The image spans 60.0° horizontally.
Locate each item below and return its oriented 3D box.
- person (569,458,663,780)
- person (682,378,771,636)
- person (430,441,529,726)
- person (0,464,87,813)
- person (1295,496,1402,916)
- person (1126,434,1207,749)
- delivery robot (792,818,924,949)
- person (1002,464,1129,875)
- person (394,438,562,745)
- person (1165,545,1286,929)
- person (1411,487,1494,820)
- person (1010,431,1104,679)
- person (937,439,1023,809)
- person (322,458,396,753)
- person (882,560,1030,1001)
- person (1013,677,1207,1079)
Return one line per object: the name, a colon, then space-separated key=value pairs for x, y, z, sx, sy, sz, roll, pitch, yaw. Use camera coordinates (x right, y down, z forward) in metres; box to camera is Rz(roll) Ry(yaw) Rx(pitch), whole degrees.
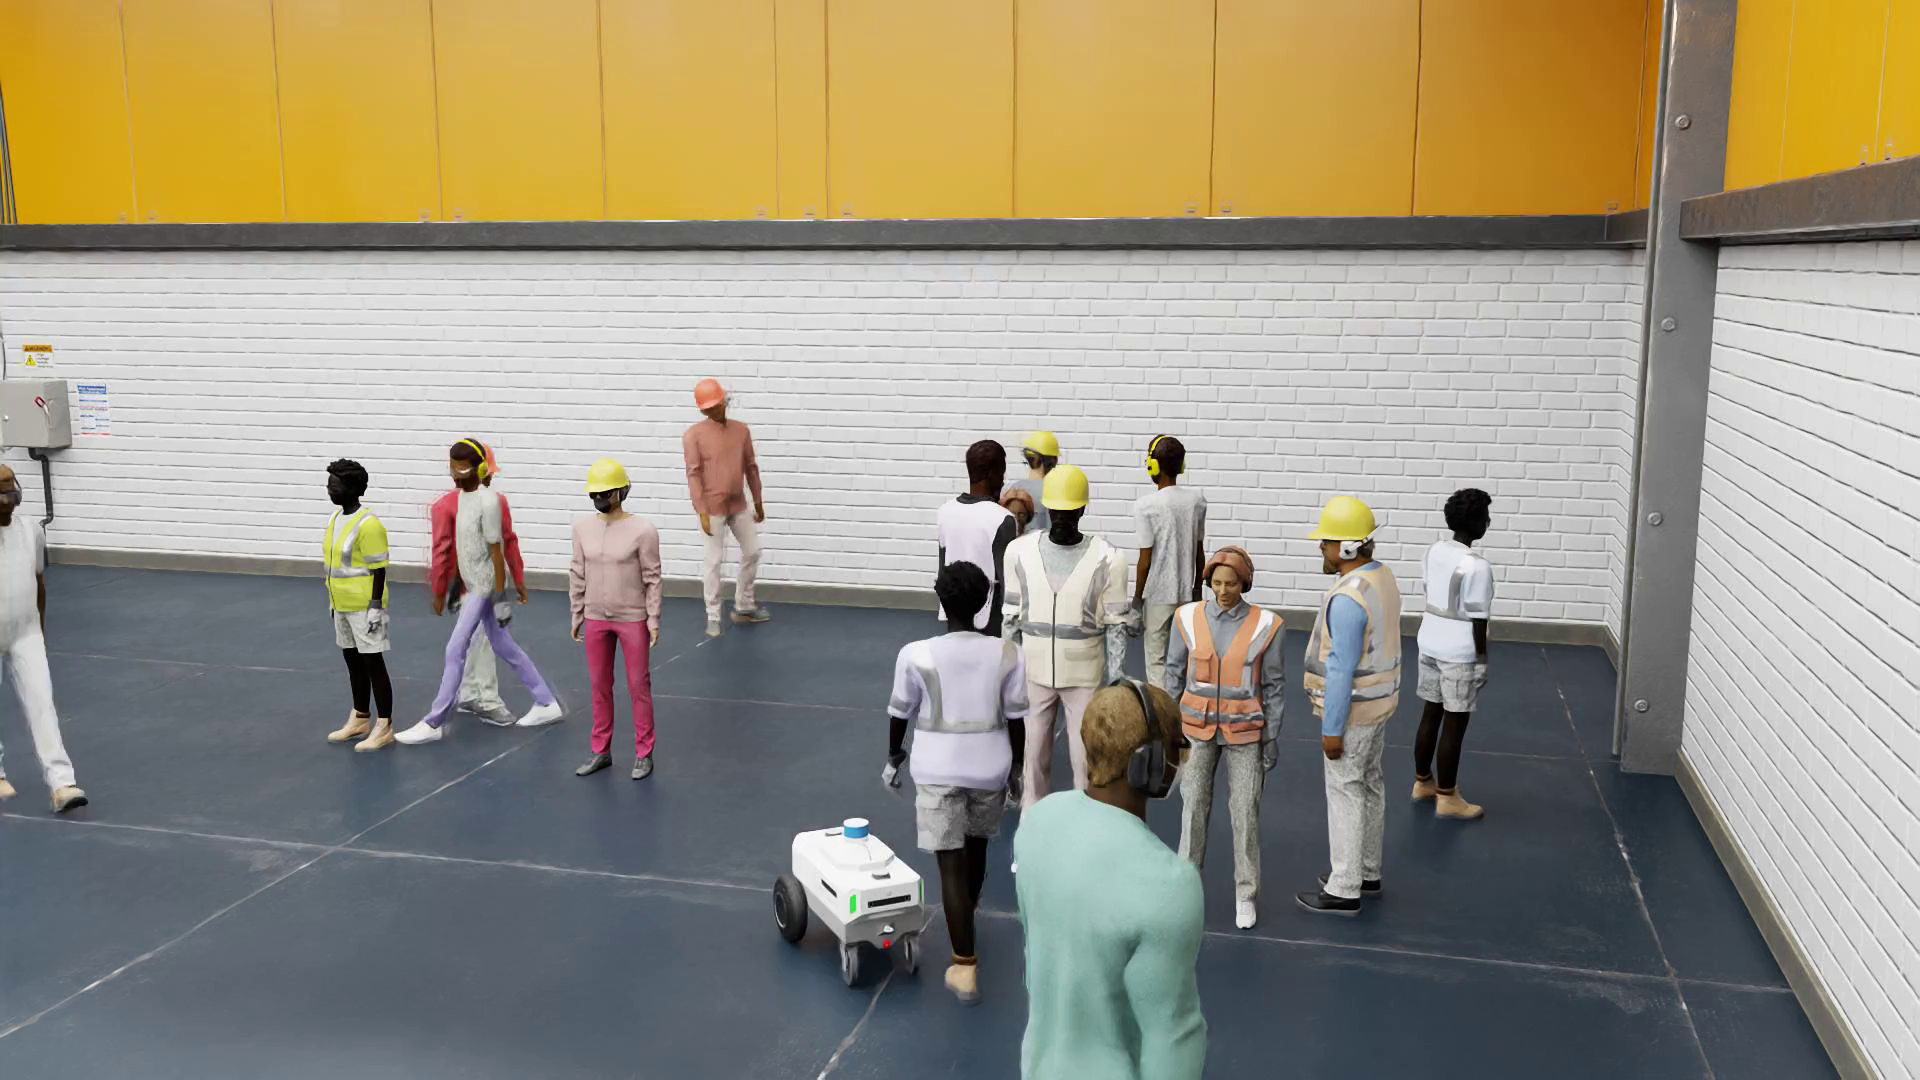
person: x=-1.878 y=0.433 z=9.034 sx=0.533 sy=1.767 sz=0.327 roll=2 pitch=10 yaw=14
person: x=-1.768 y=-0.254 z=12.618 sx=0.770 sy=1.961 sz=0.404 roll=-9 pitch=13 yaw=-43
person: x=-2.870 y=0.264 z=10.132 sx=0.750 sy=1.721 sz=0.579 roll=5 pitch=11 yaw=28
person: x=-4.846 y=0.510 z=8.474 sx=0.972 sy=1.792 sz=0.509 roll=8 pitch=13 yaw=40
person: x=1.689 y=0.716 z=7.210 sx=0.404 sy=1.824 sz=0.596 roll=5 pitch=11 yaw=29
person: x=1.143 y=0.348 z=9.240 sx=0.534 sy=1.864 sz=0.309 roll=-6 pitch=11 yaw=-33
delivery robot: x=-0.420 y=1.377 z=6.760 sx=0.477 sy=0.478 sz=0.707 roll=-4 pitch=11 yaw=-25
person: x=0.468 y=0.607 z=7.571 sx=0.593 sy=1.922 sz=0.393 roll=3 pitch=10 yaw=18
person: x=-2.846 y=0.285 z=9.805 sx=0.993 sy=1.810 sz=0.566 roll=-5 pitch=11 yaw=-26
person: x=1.119 y=0.829 z=7.074 sx=0.511 sy=1.640 sz=0.308 roll=3 pitch=10 yaw=20
person: x=2.507 y=0.573 z=8.428 sx=0.320 sy=1.693 sz=0.534 roll=-2 pitch=10 yaw=-14
person: x=0.538 y=0.152 z=10.808 sx=0.816 sy=1.719 sz=0.533 roll=-8 pitch=12 yaw=-39
person: x=0.105 y=0.438 z=8.561 sx=0.392 sy=1.916 sz=0.592 roll=-8 pitch=12 yaw=-39
person: x=-3.483 y=0.372 z=9.592 sx=0.541 sy=1.695 sz=0.315 roll=9 pitch=13 yaw=42
person: x=-0.024 y=0.897 z=6.591 sx=0.549 sy=1.649 sz=0.847 roll=-3 pitch=10 yaw=-16
person: x=0.330 y=1.253 z=3.735 sx=0.370 sy=1.932 sz=0.634 roll=-5 pitch=11 yaw=-27
